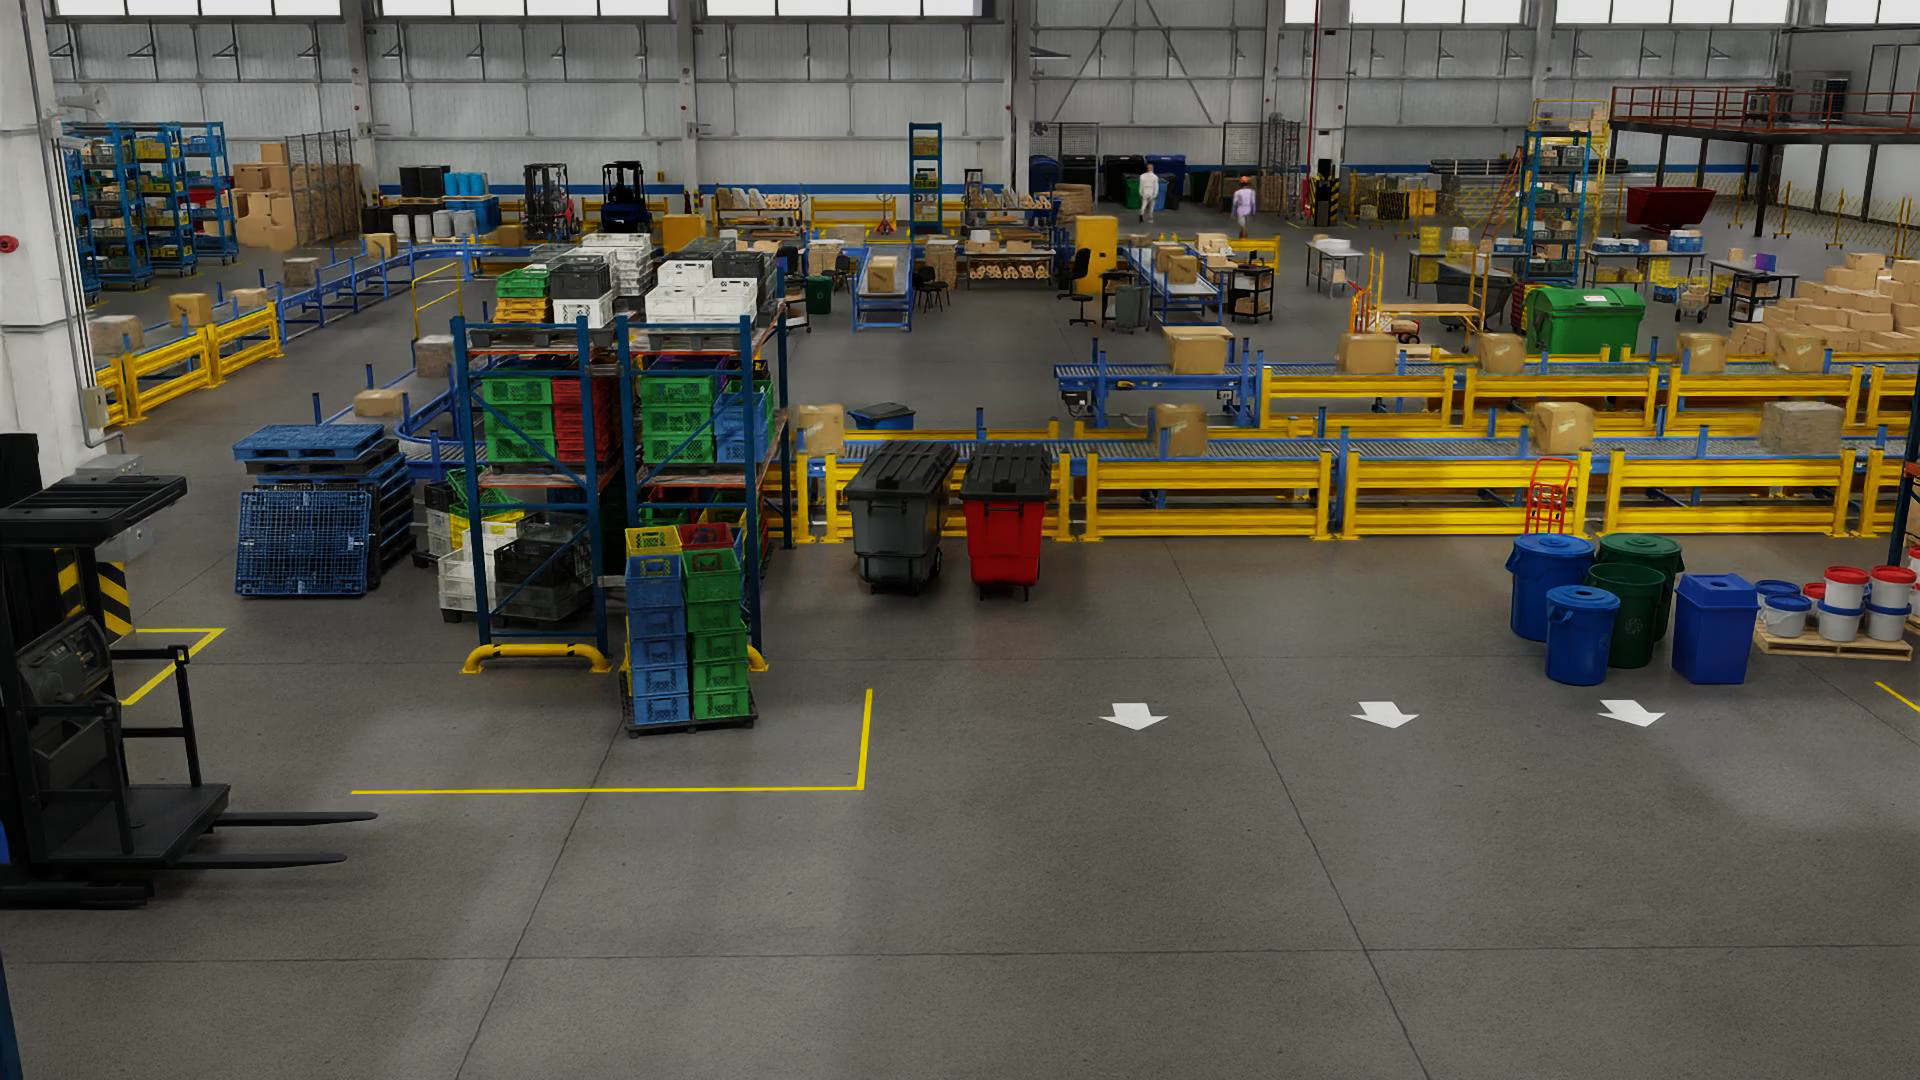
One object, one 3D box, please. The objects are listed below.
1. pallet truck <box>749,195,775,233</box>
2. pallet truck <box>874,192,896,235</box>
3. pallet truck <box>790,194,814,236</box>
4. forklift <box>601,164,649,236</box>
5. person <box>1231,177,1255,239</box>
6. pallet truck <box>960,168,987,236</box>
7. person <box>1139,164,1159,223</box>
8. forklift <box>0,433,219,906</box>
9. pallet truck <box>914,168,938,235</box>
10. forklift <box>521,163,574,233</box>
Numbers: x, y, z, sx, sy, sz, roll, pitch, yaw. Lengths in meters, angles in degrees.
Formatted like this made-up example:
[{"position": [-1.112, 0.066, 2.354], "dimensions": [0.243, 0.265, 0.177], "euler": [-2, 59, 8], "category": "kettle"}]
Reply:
[{"position": [-6.051, -9.967, 50.660], "dimensions": [0.680, 1.201, 1.601], "euler": [0, 16, -1], "category": "pallet truck"}, {"position": [-2.277, -9.986, 50.594], "dimensions": [0.653, 1.274, 1.630], "euler": [0, 16, -1], "category": "pallet truck"}, {"position": [-4.814, -9.883, 50.259], "dimensions": [0.704, 1.261, 1.522], "euler": [-1, 16, -3], "category": "pallet truck"}, {"position": [-9.948, -10.127, 49.296], "dimensions": [1.157, 1.987, 2.680], "euler": [-1, 16, -3], "category": "forklift"}, {"position": [7.843, -9.090, 46.252], "dimensions": [0.631, 1.985, 1.068], "euler": [-6, 17, -18], "category": "person"}, {"position": [0.383, -10.230, 50.206], "dimensions": [0.823, 1.965, 1.885], "euler": [-1, 16, -3], "category": "pallet truck"}, {"position": [6.082, -11.165, 53.652], "dimensions": [0.655, 1.894, 0.540], "euler": [9, 18, 28], "category": "person"}, {"position": [-5.952, 0.780, 10.366], "dimensions": [1.873, 2.768, 1.129], "euler": [0, 16, -1], "category": "forklift"}, {"position": [-0.989, -10.316, 50.507], "dimensions": [0.823, 1.965, 1.885], "euler": [1, 16, 3], "category": "pallet truck"}, {"position": [-12.233, -10.122, 49.298], "dimensions": [1.157, 1.987, 2.680], "euler": [0, 16, -1], "category": "forklift"}]
